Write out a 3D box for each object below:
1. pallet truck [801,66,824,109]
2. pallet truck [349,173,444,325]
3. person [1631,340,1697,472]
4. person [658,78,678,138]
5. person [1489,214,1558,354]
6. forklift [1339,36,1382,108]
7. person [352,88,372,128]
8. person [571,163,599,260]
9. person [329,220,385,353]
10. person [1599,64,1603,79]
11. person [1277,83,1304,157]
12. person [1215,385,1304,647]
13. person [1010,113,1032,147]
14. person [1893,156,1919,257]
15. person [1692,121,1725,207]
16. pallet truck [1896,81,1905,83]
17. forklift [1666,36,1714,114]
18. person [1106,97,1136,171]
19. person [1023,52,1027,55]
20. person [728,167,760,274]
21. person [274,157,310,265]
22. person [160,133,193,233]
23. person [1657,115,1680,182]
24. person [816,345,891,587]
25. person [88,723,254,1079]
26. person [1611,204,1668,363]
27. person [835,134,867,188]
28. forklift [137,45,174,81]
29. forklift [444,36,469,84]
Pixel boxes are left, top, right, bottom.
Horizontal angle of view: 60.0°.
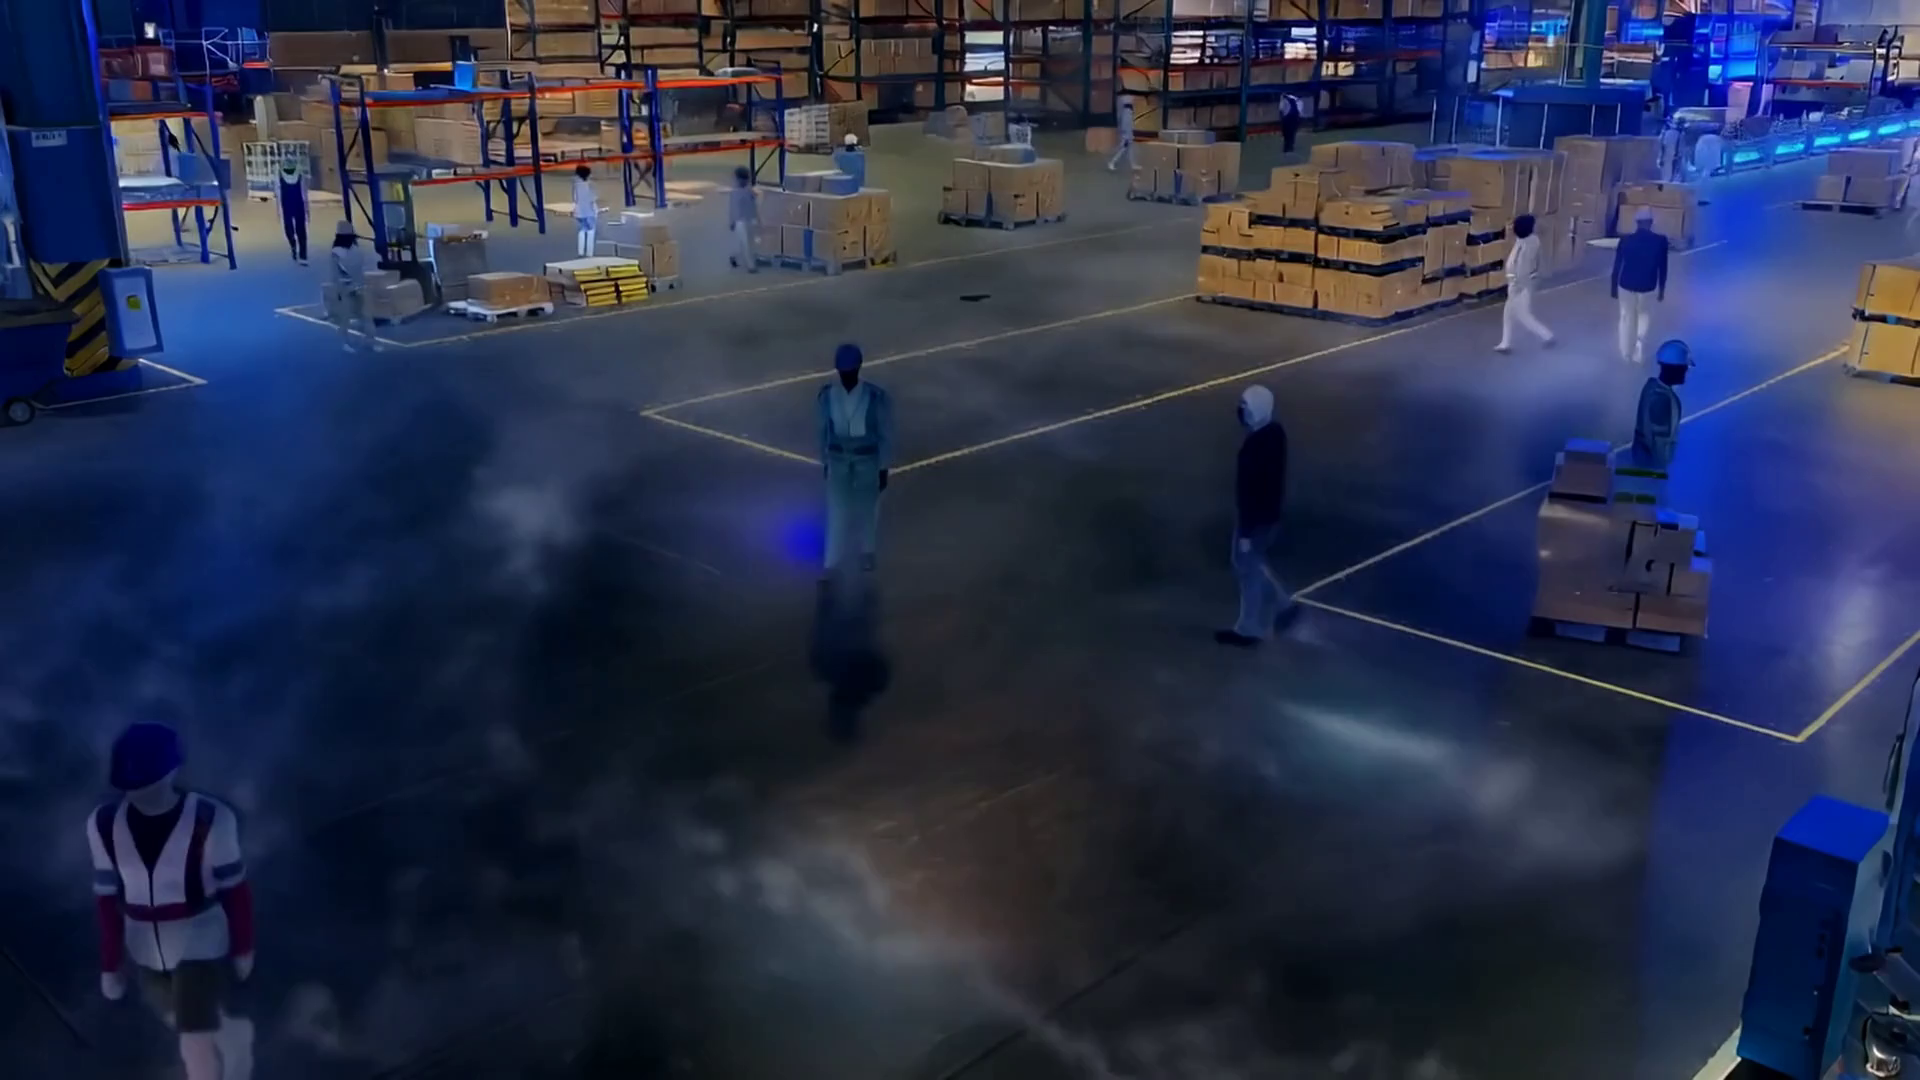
[{"bbox_3d":[-4.812,-15.182,56.903,0.823,1.965,1.885,-9,21,-26],"label":"pallet truck"},{"bbox_3d":[-8.209,-4.181,23.757,0.823,1.965,1.885,3,19,9],"label":"pallet truck"},{"bbox_3d":[5.532,-0.640,13.198,0.376,1.925,0.594,5,19,14],"label":"person"},{"bbox_3d":[-8.950,-13.113,50.768,0.633,1.934,0.777,-3,19,-9],"label":"person"},{"bbox_3d":[7.246,-3.232,21.184,0.725,1.818,0.627,2,18,5],"label":"person"},{"bbox_3d":[15.264,-17.530,62.598,1.129,2.768,1.873,17,25,41],"label":"forklift"},{"bbox_3d":[-16.788,-11.771,46.775,0.593,1.903,0.477,-16,24,-39],"label":"person"},{"bbox_3d":[-6.380,-5.568,28.406,0.541,1.696,0.315,12,22,32],"label":"person"},{"bbox_3d":[-7.772,-3.224,21.316,0.777,1.711,0.509,15,23,37],"label":"person"},{"bbox_3d":[23.284,-16.453,60.853,0.428,1.917,0.650,-6,19,-17],"label":"person"},{"bbox_3d":[9.177,-11.728,46.430,0.699,2.000,0.606,-6,19,-16],"label":"person"},{"bbox_3d":[2.121,-0.145,11.709,0.505,1.927,0.650,8,20,21],"label":"person"},{"bbox_3d":[1.449,-9.389,39.914,0.555,1.685,0.483,3,19,9],"label":"person"},{"bbox_3d":[16.114,-5.551,28.112,0.505,1.855,0.423,-4,19,-13],"label":"person"},{"bbox_3d":[16.238,-8.126,35.950,0.704,1.791,0.733,-9,20,-25],"label":"person"},{"bbox_3d":[34.802,-16.331,61.455,0.653,1.274,1.630,17,25,41],"label":"pallet truck"},{"bbox_3d":[27.341,-17.291,61.877,1.129,2.768,1.873,17,25,41],"label":"forklift"},{"bbox_3d":[4.231,-10.383,42.606,0.922,1.907,0.560,1,18,4],"label":"person"},{"bbox_3d":[2.852,-20.699,73.522,0.992,2.013,0.619,14,23,37],"label":"person"},{"bbox_3d":[-3.632,-5.332,27.637,0.857,1.734,0.525,16,24,40],"label":"person"},{"bbox_3d":[-11.353,-5.610,28.342,0.536,1.824,0.583,-6,19,-17],"label":"person"},{"bbox_3d":[-15.002,-6.845,31.898,0.547,1.921,0.660,-6,19,-17],"label":"person"},{"bbox_3d":[15.604,-8.420,36.724,0.513,1.876,0.328,-14,23,-36],"label":"person"},{"bbox_3d":[-0.849,-0.577,13.052,0.612,1.893,1.013,2,19,7],"label":"person"},{"bbox_3d":[-3.093,1.560,6.625,0.551,1.911,0.943,0,18,-1],"label":"person"},{"bbox_3d":[8.471,-3.190,20.793,0.645,1.980,0.433,6,19,18],"label":"person"},{"bbox_3d":[-2.051,-6.671,31.370,0.594,1.924,0.382,0,18,1],"label":"person"},{"bbox_3d":[-25.082,-14.076,52.191,1.129,2.768,1.873,-11,21,-29],"label":"forklift"},{"bbox_3d":[-18.776,-17.499,62.503,1.129,2.768,1.873,17,25,41],"label":"forklift"}]
